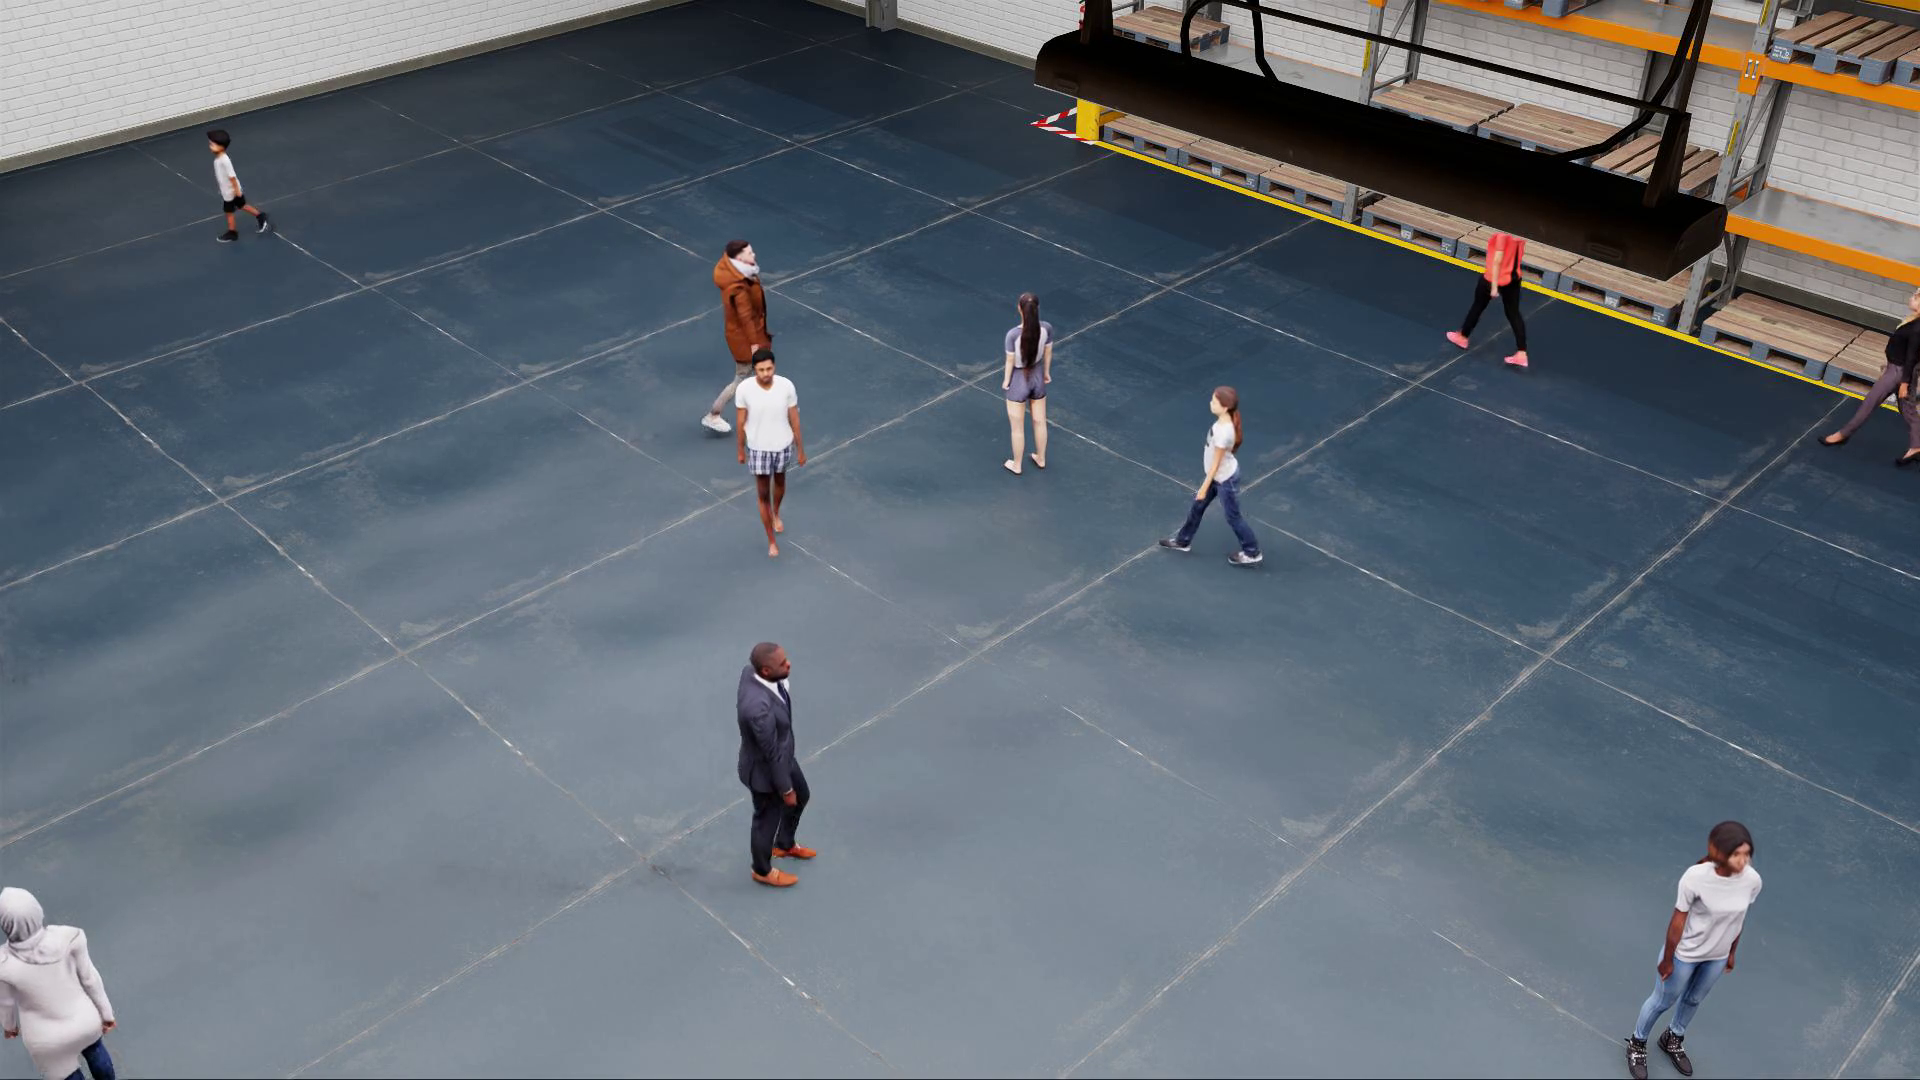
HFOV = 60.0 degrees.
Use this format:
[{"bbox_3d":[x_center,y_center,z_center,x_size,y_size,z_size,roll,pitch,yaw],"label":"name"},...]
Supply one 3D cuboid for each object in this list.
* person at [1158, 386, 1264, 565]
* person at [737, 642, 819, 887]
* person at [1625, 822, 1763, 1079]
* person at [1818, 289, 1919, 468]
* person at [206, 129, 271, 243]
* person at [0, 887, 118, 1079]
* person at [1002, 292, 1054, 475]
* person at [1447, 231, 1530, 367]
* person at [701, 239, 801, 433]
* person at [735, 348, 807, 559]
[{"bbox_3d":[2.100,-0.467,12.888,1.124,1.520,0.966,5,34,7],"label":"person"},{"bbox_3d":[-1.214,1.353,9.887,0.871,1.810,0.808,0,34,-1],"label":"person"},{"bbox_3d":[3.872,2.164,8.750,0.672,1.718,0.706,-5,34,-7],"label":"person"},{"bbox_3d":[8.065,-1.334,14.099,1.067,1.624,0.687,23,40,31],"label":"person"},{"bbox_3d":[-7.994,-3.930,18.345,0.663,1.245,0.818,-19,38,-27],"label":"person"},{"bbox_3d":[-4.421,2.479,8.244,0.673,1.754,0.864,-26,42,-34],"label":"person"},{"bbox_3d":[0.571,-1.327,14.064,0.657,1.650,0.624,-15,36,-21],"label":"person"},{"bbox_3d":[5.199,-2.407,15.689,0.758,1.650,1.206,-21,39,-29],"label":"person"},{"bbox_3d":[-1.959,-1.749,14.562,1.128,1.801,1.207,-9,35,-13],"label":"person"},{"bbox_3d":[-1.517,-0.785,13.204,0.974,1.699,1.136,-9,35,-13],"label":"person"}]
